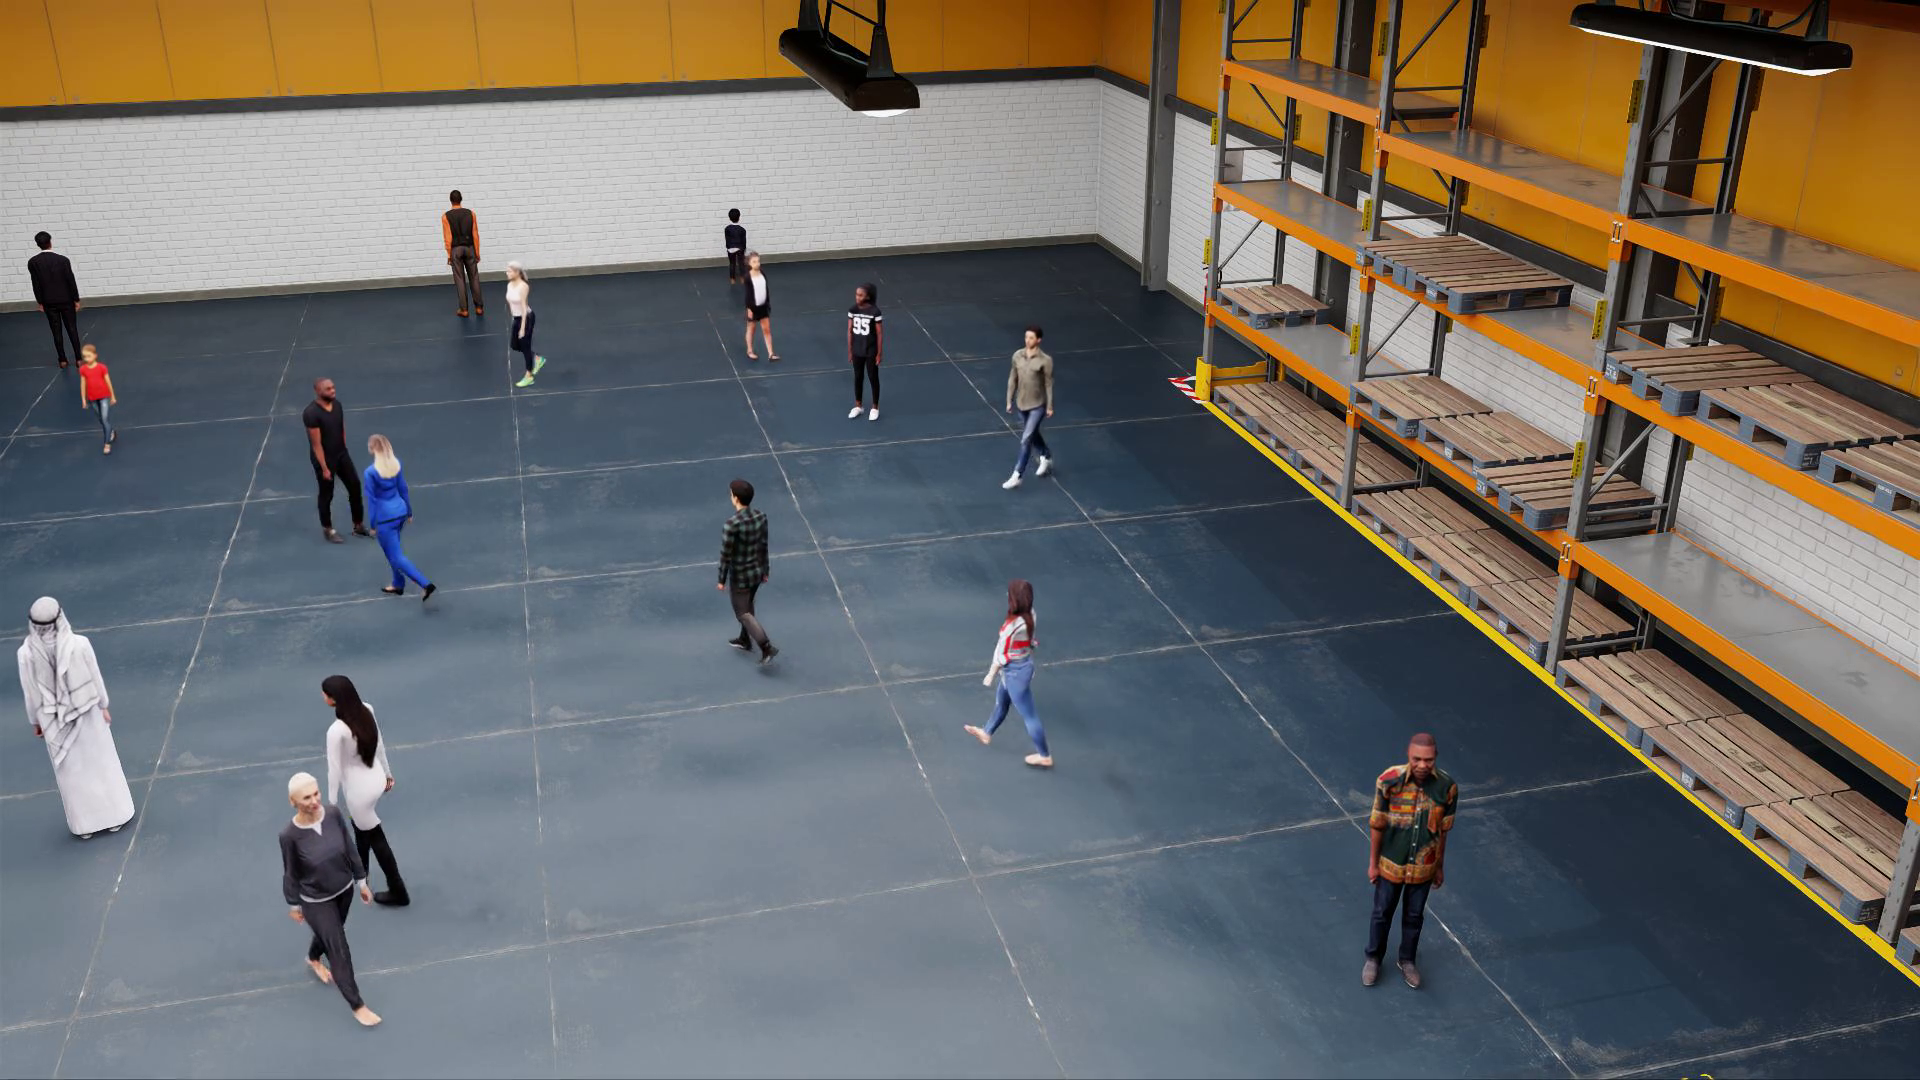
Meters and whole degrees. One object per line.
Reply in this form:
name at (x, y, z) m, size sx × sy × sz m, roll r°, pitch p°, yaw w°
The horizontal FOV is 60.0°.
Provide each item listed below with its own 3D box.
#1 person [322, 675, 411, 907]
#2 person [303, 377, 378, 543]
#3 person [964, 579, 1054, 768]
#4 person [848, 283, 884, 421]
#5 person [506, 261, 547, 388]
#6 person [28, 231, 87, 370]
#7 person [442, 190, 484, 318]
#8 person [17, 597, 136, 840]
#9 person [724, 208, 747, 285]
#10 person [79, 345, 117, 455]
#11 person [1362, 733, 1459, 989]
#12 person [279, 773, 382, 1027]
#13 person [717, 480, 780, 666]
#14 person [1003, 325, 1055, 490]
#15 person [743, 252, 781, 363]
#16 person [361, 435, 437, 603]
person at (-3.997, 1.745, 11.370) m, size 0.952 × 1.786 × 0.952 m, roll 7°, pitch 25°, yaw 15°
person at (-6.600, -0.825, 17.235) m, size 0.999 × 1.798 × 0.945 m, roll 12°, pitch 26°, yaw 26°
person at (0.533, 1.088, 13.145) m, size 1.044 × 1.568 × 1.055 m, roll 9°, pitch 25°, yaw 20°
person at (-1.183, -2.369, 20.852) m, size 0.702 × 1.731 × 0.736 m, roll 9°, pitch 25°, yaw 19°
person at (-5.723, -2.887, 22.086) m, size 0.823 × 1.691 × 0.853 m, roll 22°, pitch 32°, yaw 40°
person at (-12.366, -3.293, 22.775) m, size 0.697 × 1.884 × 0.544 m, roll -7°, pitch 25°, yaw -16°
person at (-7.505, -4.336, 25.129) m, size 0.749 × 1.908 × 0.698 m, roll -13°, pitch 27°, yaw -27°
person at (-6.528, 1.300, 12.214) m, size 0.739 × 1.926 × 0.687 m, roll -11°, pitch 26°, yaw -24°
person at (-3.637, -4.764, 26.965) m, size 0.534 × 1.223 × 0.528 m, roll -2°, pitch 24°, yaw -4°
person at (-10.297, -1.725, 19.927) m, size 0.521 × 1.291 × 0.899 m, roll -4°, pitch 24°, yaw -9°
person at (2.870, 2.035, 10.680) m, size 0.792 × 1.808 × 0.788 m, roll 2°, pitch 24°, yaw 5°
person at (-4.043, 2.184, 10.486) m, size 1.147 × 1.690 × 1.050 m, roll 15°, pitch 28°, yaw 31°
person at (-1.863, 0.303, 14.669) m, size 1.090 × 1.704 × 1.005 m, roll 17°, pitch 29°, yaw 34°
person at (0.859, -1.536, 18.827) m, size 1.231 × 1.826 × 1.184 m, roll 18°, pitch 30°, yaw 36°
person at (-2.879, -3.247, 23.116) m, size 0.750 × 1.525 × 1.038 m, roll -15°, pitch 28°, yaw -30°
person at (-5.377, -0.167, 15.885) m, size 1.051 × 1.674 × 1.039 m, roll 12°, pitch 27°, yaw 26°
